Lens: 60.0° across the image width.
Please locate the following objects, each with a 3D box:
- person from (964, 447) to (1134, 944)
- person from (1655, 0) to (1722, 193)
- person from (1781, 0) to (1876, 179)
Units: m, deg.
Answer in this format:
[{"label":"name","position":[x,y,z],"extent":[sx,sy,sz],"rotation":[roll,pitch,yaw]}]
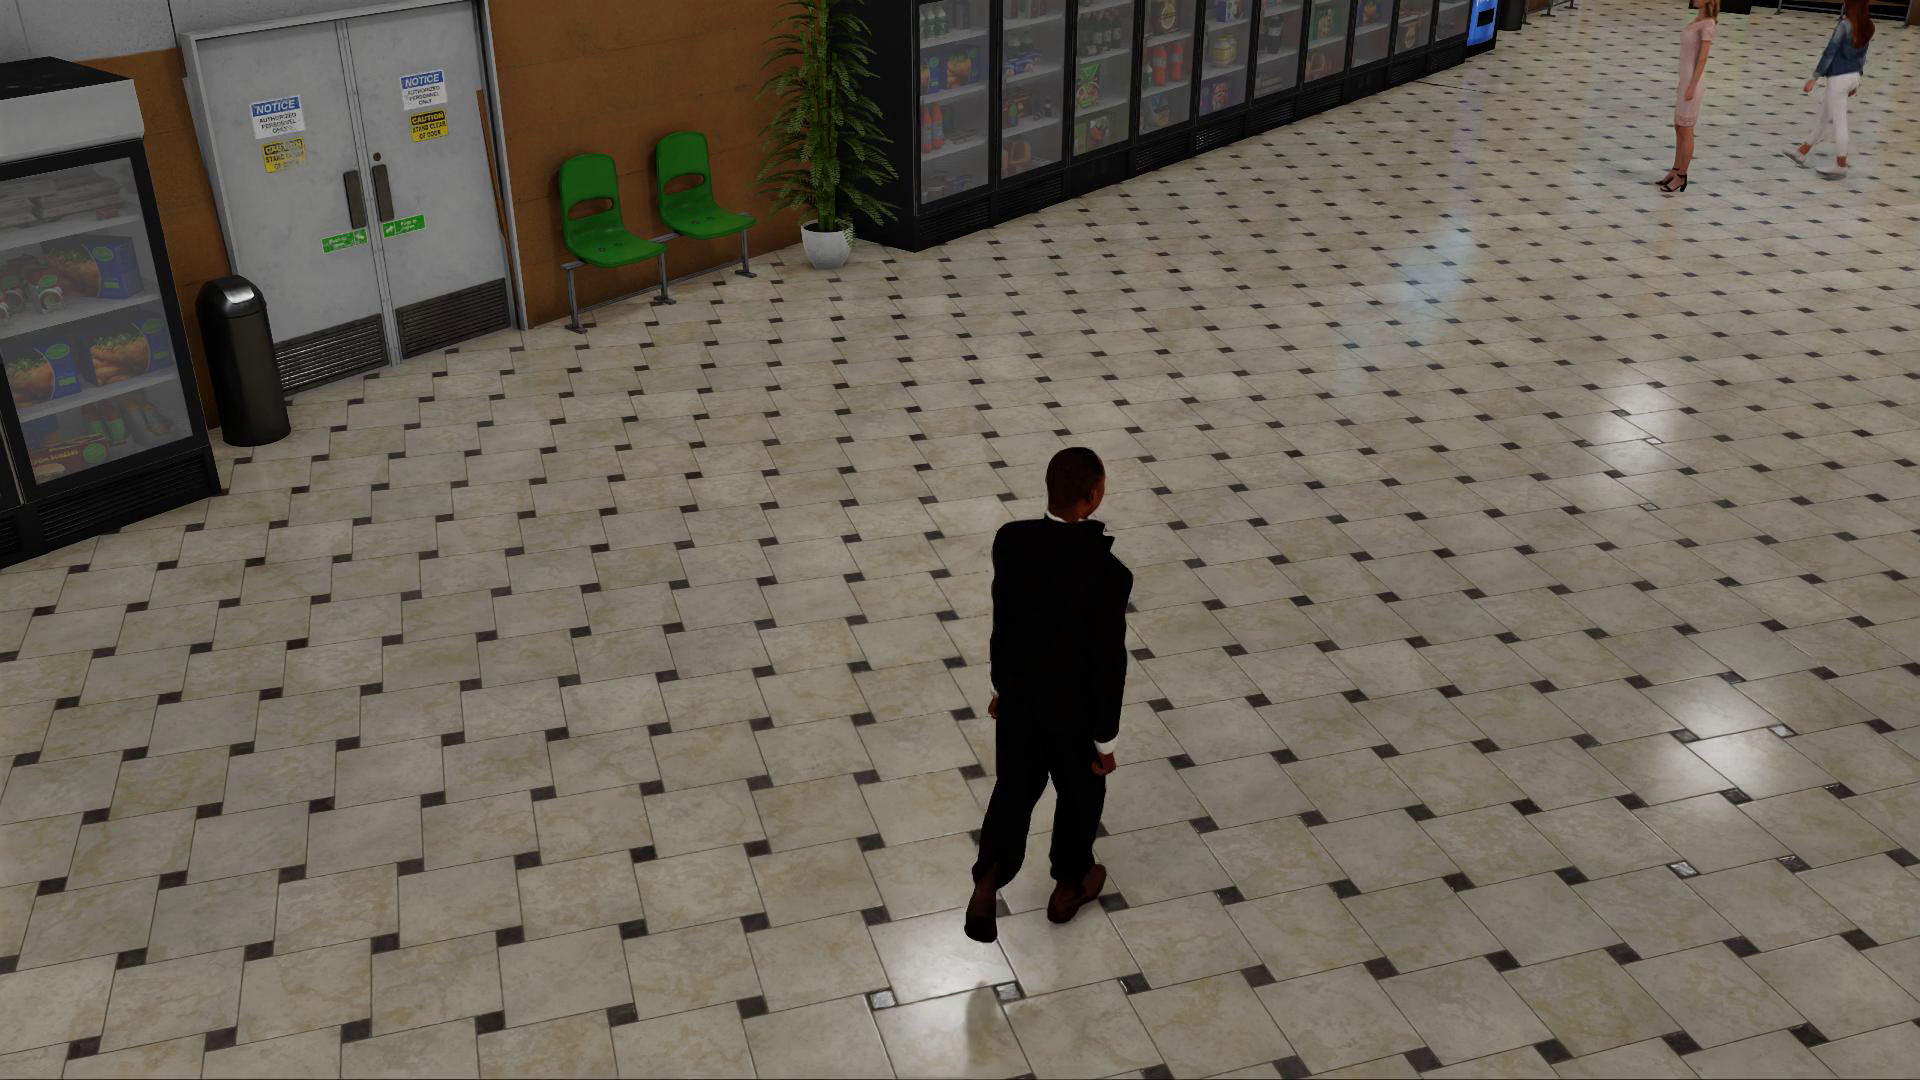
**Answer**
[{"label":"person","position":[0.275,0.622,5.621],"extent":[1.026,1.821,0.872],"rotation":[15,31,27]},{"label":"person","position":[6.501,-4.017,14.762],"extent":[0.646,1.829,0.644],"rotation":[6,27,11]},{"label":"person","position":[8.130,-4.147,15.190],"extent":[0.806,1.673,1.034],"rotation":[-18,32,-31]}]
